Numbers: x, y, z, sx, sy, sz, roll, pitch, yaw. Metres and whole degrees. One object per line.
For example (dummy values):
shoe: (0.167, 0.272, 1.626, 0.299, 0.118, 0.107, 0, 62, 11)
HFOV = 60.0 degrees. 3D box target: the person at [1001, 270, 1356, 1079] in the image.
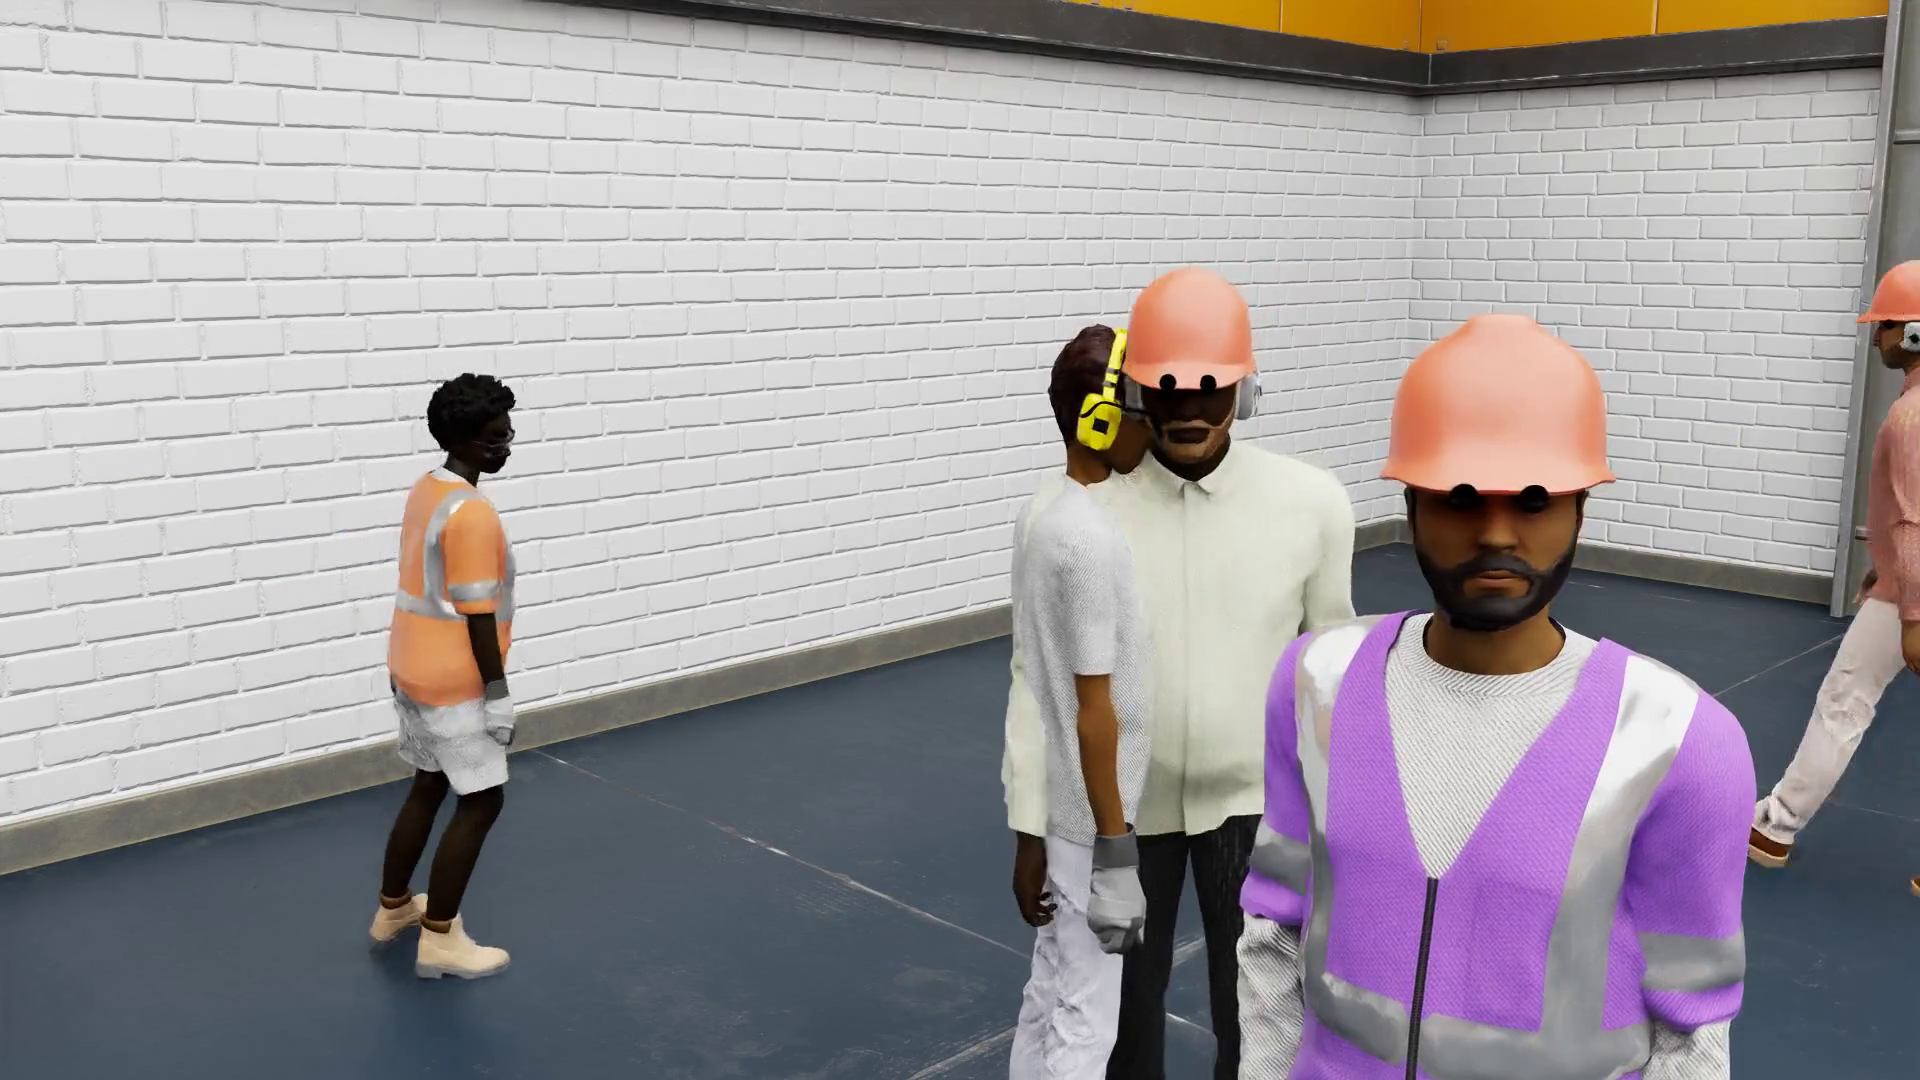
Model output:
person: (0.420, 0.501, 3.043, 0.692, 1.955, 0.843, 1, 10, 5)

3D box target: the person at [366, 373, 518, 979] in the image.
person: (-1.402, 0.374, 4.517, 0.408, 1.659, 0.635, -7, 12, -33)

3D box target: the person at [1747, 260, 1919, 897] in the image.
person: (2.837, 0.133, 5.085, 0.632, 1.939, 1.008, -7, 13, -34)

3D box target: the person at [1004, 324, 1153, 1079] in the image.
person: (0.250, 0.531, 3.132, 0.327, 1.865, 0.520, -1, 10, -8)

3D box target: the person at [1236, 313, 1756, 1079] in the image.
person: (0.549, 0.723, 1.870, 0.552, 1.942, 0.342, 8, 13, 36)
